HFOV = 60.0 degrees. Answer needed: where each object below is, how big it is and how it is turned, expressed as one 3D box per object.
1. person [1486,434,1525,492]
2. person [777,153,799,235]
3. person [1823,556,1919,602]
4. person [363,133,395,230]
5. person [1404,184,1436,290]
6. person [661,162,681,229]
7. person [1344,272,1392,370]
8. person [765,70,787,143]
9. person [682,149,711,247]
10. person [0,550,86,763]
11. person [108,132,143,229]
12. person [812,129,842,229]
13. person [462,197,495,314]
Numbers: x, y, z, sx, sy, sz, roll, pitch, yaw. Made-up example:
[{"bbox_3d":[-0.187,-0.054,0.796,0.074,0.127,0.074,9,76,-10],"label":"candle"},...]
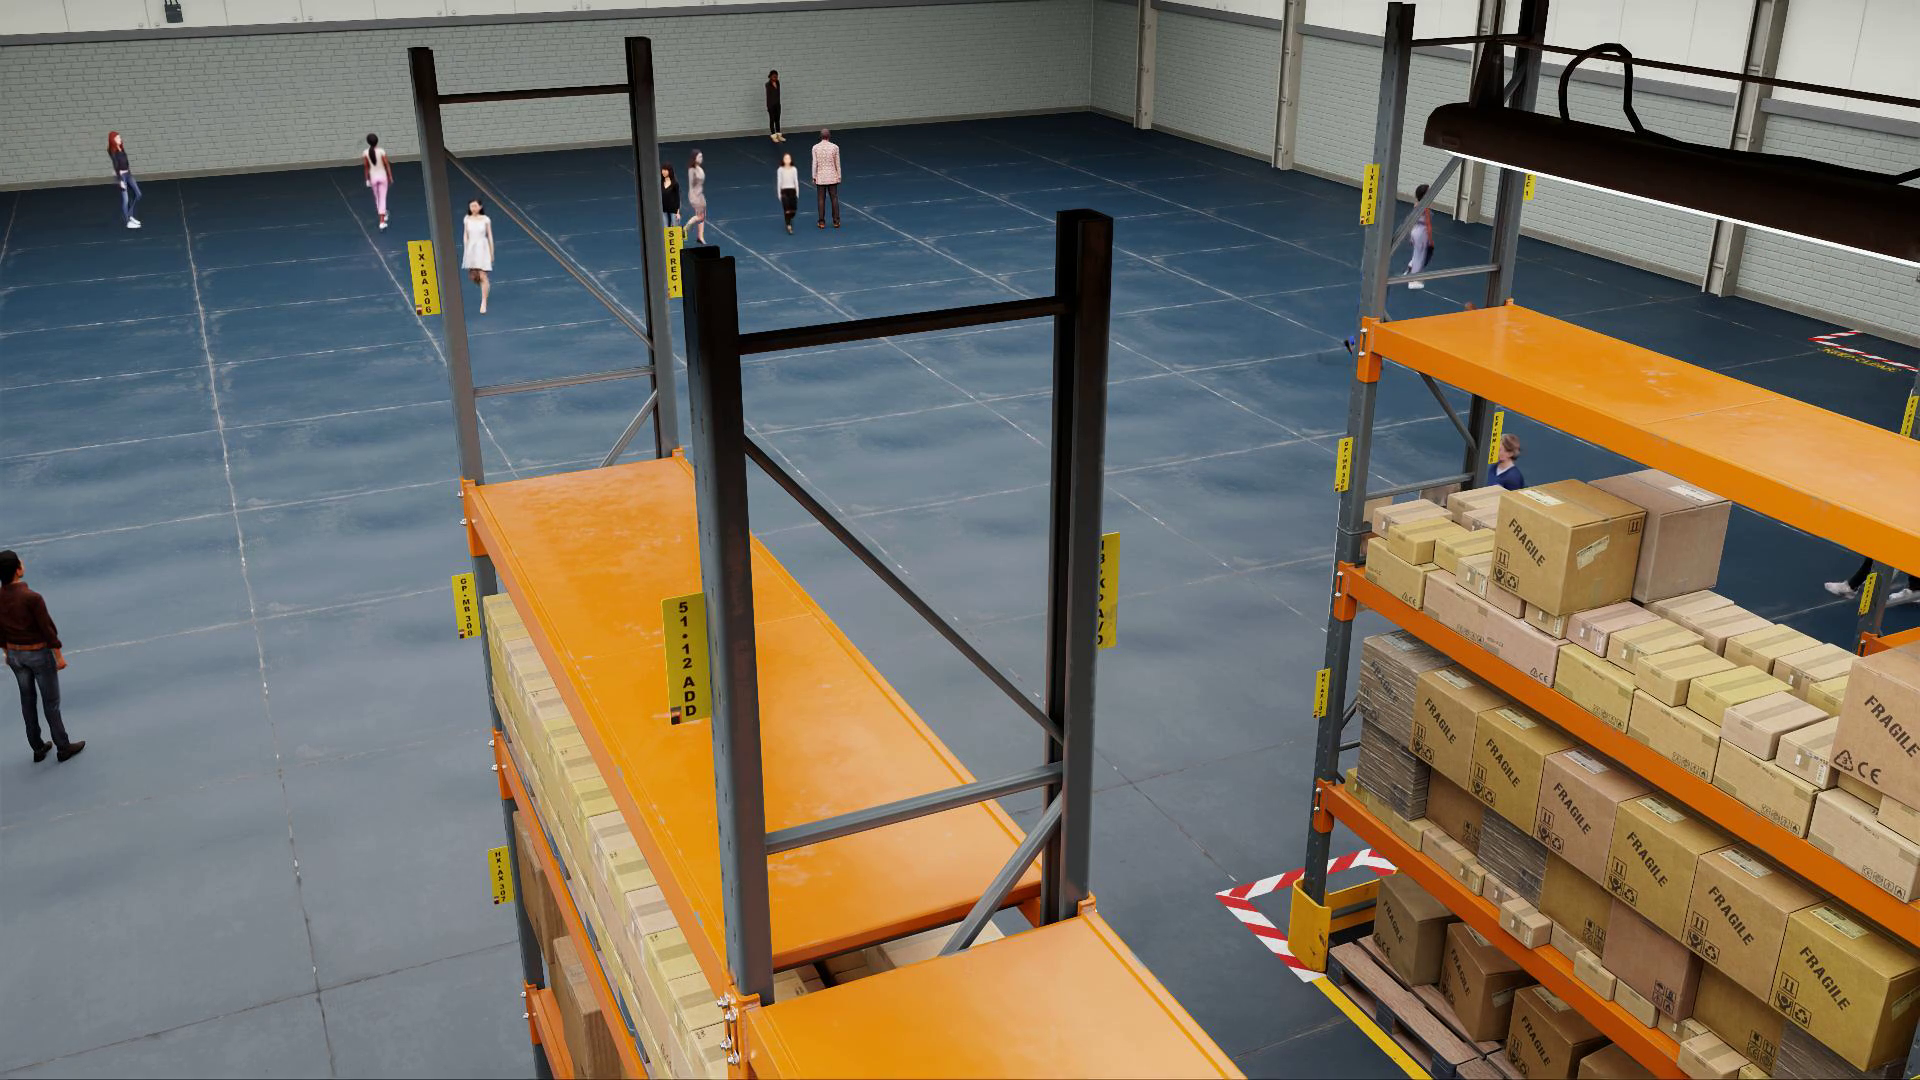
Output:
[{"bbox_3d":[4.935,-0.082,15.213,0.785,1.869,0.616,-2,23,-4],"label":"person"},{"bbox_3d":[-3.164,-6.362,30.479,0.598,1.477,0.714,-6,24,-14],"label":"person"},{"bbox_3d":[8.958,-0.218,15.632,1.180,1.791,1.181,6,24,13],"label":"person"},{"bbox_3d":[-10.780,-6.622,30.805,0.890,1.701,1.179,-1,23,-2],"label":"person"},{"bbox_3d":[7.308,-4.848,26.655,0.755,1.685,0.740,-3,23,-6],"label":"person"},{"bbox_3d":[-4.996,-5.686,28.673,0.642,1.647,0.697,7,24,17],"label":"person"},{"bbox_3d":[5.570,-3.156,22.678,0.972,1.683,0.878,11,25,24],"label":"person"},{"bbox_3d":[-4.442,-10.354,39.631,0.663,1.661,0.718,-18,29,-37],"label":"person"},{"bbox_3d":[-4.721,-6.030,29.378,0.892,1.727,0.858,4,23,9],"label":"person"},{"bbox_3d":[-7.264,0.909,12.992,0.720,1.782,0.706,2,23,4],"label":"person"},{"bbox_3d":[-15.565,-6.652,30.779,0.784,1.777,0.699,3,23,6],"label":"person"},{"bbox_3d":[-2.484,-6.727,30.917,0.757,1.807,0.695,-3,23,-8],"label":"person"},{"bbox_3d":[-7.338,-4.367,25.424,0.807,1.762,0.911,-2,23,-4],"label":"person"}]
